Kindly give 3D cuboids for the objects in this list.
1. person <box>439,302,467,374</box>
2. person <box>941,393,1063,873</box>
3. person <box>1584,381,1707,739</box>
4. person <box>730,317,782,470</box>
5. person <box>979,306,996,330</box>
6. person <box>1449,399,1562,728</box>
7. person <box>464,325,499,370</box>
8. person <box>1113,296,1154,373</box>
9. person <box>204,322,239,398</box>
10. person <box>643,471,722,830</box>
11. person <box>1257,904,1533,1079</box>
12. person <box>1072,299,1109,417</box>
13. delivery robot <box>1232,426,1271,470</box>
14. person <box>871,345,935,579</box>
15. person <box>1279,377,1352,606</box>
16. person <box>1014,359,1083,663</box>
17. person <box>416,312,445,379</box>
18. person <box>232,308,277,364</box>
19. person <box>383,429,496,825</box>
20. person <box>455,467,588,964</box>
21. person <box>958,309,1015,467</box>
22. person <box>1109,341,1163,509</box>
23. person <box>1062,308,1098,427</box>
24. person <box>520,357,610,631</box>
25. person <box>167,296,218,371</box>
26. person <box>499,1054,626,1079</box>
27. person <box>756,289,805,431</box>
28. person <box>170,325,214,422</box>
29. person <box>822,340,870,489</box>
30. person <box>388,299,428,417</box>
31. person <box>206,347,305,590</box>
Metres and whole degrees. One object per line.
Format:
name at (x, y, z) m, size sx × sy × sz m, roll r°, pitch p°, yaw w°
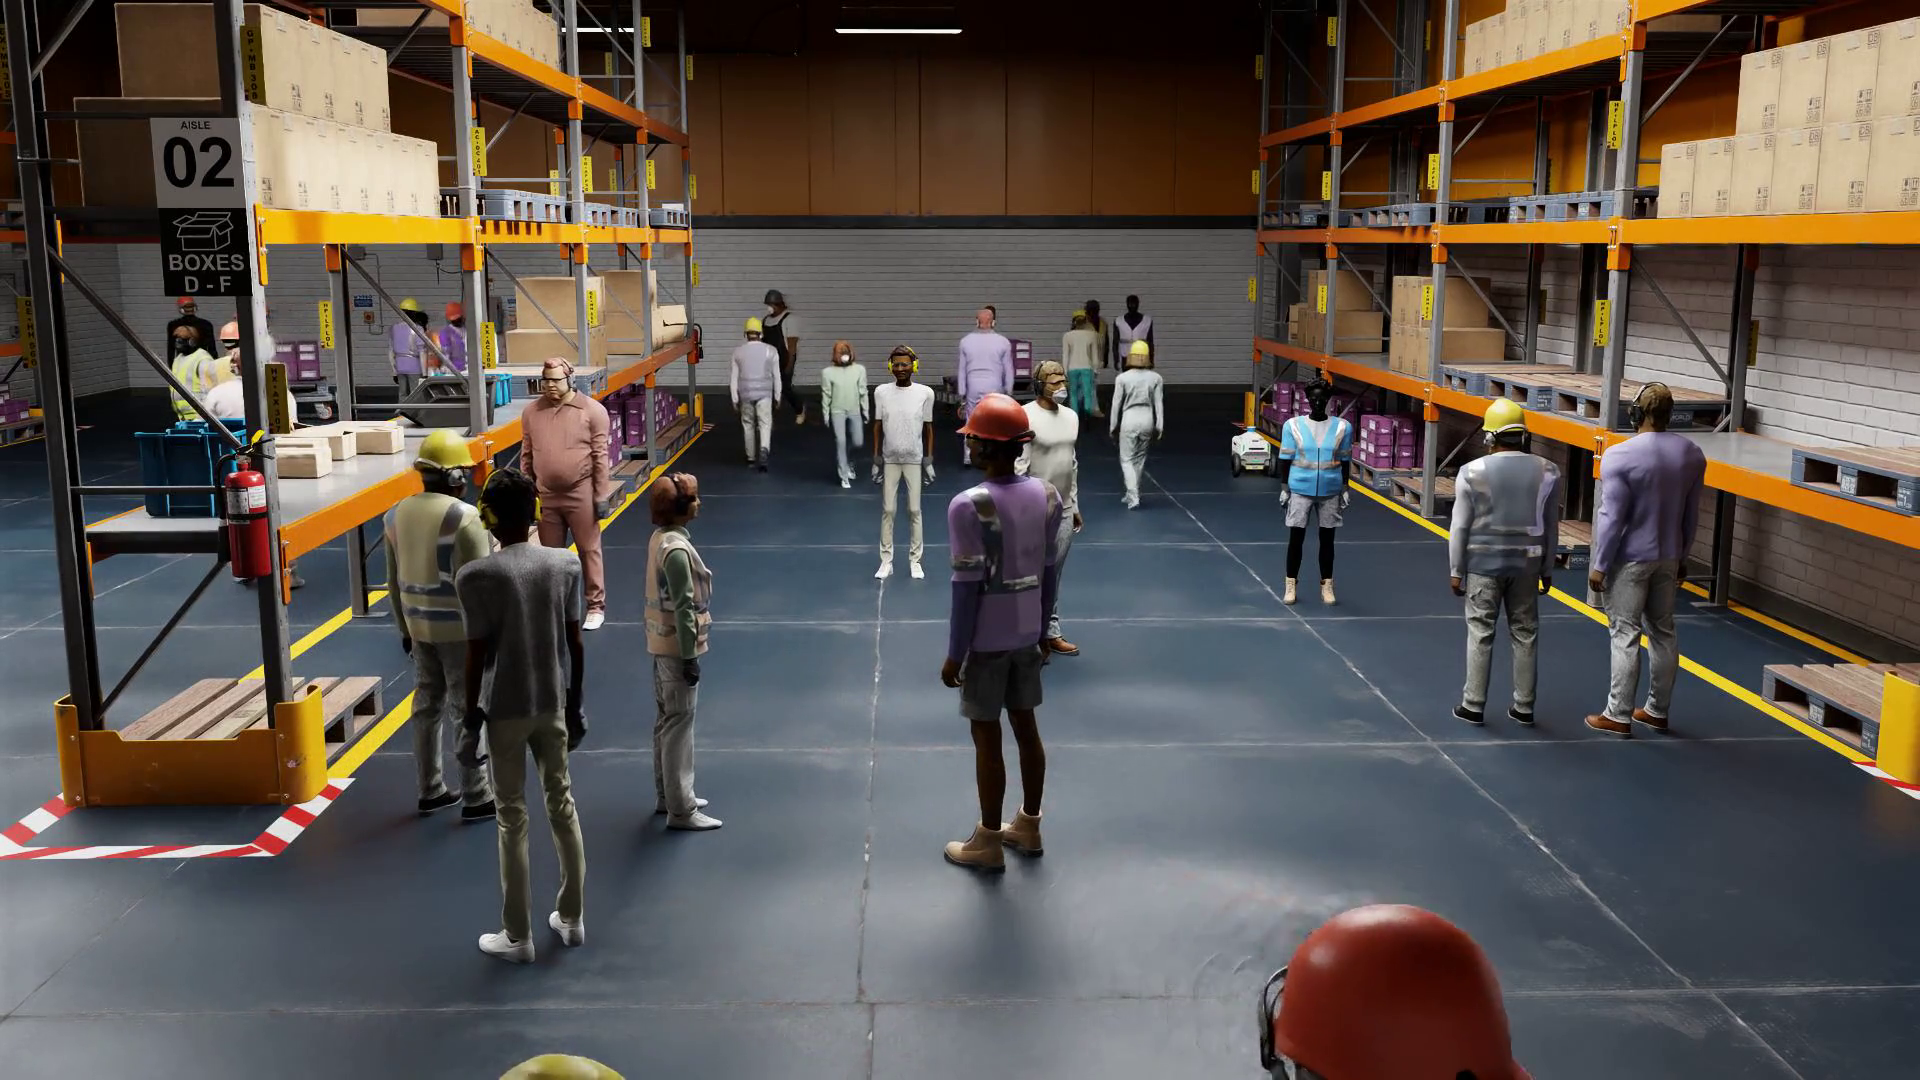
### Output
person at (-6.712, -2.286, 22.539) m, size 0.408 × 1.882 × 0.739 m, roll 5°, pitch 11°, yaw 26°
person at (0.161, 0.397, 7.116) m, size 0.615 × 2.047 × 0.360 m, roll -10°, pitch 14°, yaw -44°
person at (3.693, 0.113, 9.003) m, size 0.636 × 1.939 × 0.365 m, roll -3°, pitch 11°, yaw -18°
person at (-2.401, -1.715, 19.567) m, size 0.600 × 1.809 × 0.772 m, roll -1°, pitch 10°, yaw -7°
person at (0.462, -3.059, 27.550) m, size 0.293 × 1.623 × 0.508 m, roll -4°, pitch 11°, yaw -19°
person at (3.002, 0.134, 9.217) m, size 0.592 × 1.826 × 0.404 m, roll 0°, pitch 10°, yaw 1°
person at (-6.480, -2.266, 22.405) m, size 0.584 × 1.882 × 0.345 m, roll 5°, pitch 11°, yaw 26°
person at (2.588, -2.706, 24.900) m, size 0.603 × 1.865 × 0.954 m, roll 2°, pitch 10°, yaw 8°
person at (-6.770, -1.076, 15.637) m, size 0.550 × 1.933 × 0.373 m, roll -1°, pitch 10°, yaw -7°
person at (-1.290, 0.506, 7.631) m, size 0.306 × 1.645 × 0.521 m, roll -4°, pitch 11°, yaw -19°
person at (0.385, 1.349, 2.073) m, size 0.615 × 1.961 × 0.937 m, roll -6°, pitch 12°, yaw -32°
person at (1.988, -2.814, 25.685) m, size 0.643 × 1.815 × 0.804 m, roll -7°, pitch 12°, yaw -33°
delivery robot at (3.351, -1.065, 19.156) m, size 0.477 × 0.478 × 0.707 m, roll 0°, pitch 10°, yaw 0°
person at (-0.456, -0.609, 13.244) m, size 0.518 × 1.862 × 0.327 m, roll 1°, pitch 10°, yaw 3°
person at (2.622, -0.356, 12.288) m, size 0.541 × 1.696 × 0.313 m, roll 1°, pitch 10°, yaw 5°
person at (0.555, -0.188, 10.677) m, size 0.372 × 1.940 × 0.627 m, roll 9°, pitch 14°, yaw 42°
person at (-8.008, -2.625, 25.075) m, size 0.562 × 1.642 × 0.905 m, roll 9°, pitch 13°, yaw 40°
person at (-8.143, -1.715, 19.002) m, size 0.639 × 1.997 × 1.023 m, roll 9°, pitch 14°, yaw 41°
person at (-2.356, 0.402, 7.699) m, size 0.600 × 1.827 × 0.404 m, roll 5°, pitch 11°, yaw 27°
person at (-1.634, 0.651, 6.219) m, size 0.509 × 1.865 × 0.329 m, roll -9°, pitch 14°, yaw -41°
person at (0.315, -1.757, 19.541) m, size 0.658 × 1.904 × 0.437 m, roll 3°, pitch 11°, yaw 15°
person at (1.768, -1.156, 16.783) m, size 0.521 × 1.693 × 0.711 m, roll -2°, pitch 10°, yaw -10°
person at (1.728, -2.461, 23.878) m, size 0.527 × 1.736 × 0.761 m, roll -1°, pitch 10°, yaw -3°
person at (-2.735, -0.314, 11.497) m, size 0.642 × 1.900 × 0.404 m, roll 1°, pitch 10°, yaw 7°
person at (-10.752, -2.469, 23.338) m, size 0.656 × 1.962 × 0.774 m, roll -6°, pitch 12°, yaw -30°
person at (-0.530, 1.444, 2.170) m, size 0.853 × 1.730 × 0.520 m, roll 5°, pitch 11°, yaw 26°
person at (-2.571, -2.578, 23.706) m, size 0.693 × 2.000 × 0.738 m, roll 6°, pitch 12°, yaw 32°
person at (-7.854, -1.283, 17.084) m, size 0.628 × 1.836 × 0.430 m, roll 8°, pitch 13°, yaw 38°
person at (-1.261, -1.385, 18.222) m, size 0.529 × 1.618 × 0.444 m, roll -3°, pitch 11°, yaw -15°
person at (-7.395, -2.279, 22.386) m, size 0.589 × 1.918 × 0.392 m, roll 4°, pitch 11°, yaw 20°
person at (-5.457, -0.542, 12.848) m, size 0.735 × 1.870 × 0.645 m, roll -5°, pitch 11°, yaw -27°
